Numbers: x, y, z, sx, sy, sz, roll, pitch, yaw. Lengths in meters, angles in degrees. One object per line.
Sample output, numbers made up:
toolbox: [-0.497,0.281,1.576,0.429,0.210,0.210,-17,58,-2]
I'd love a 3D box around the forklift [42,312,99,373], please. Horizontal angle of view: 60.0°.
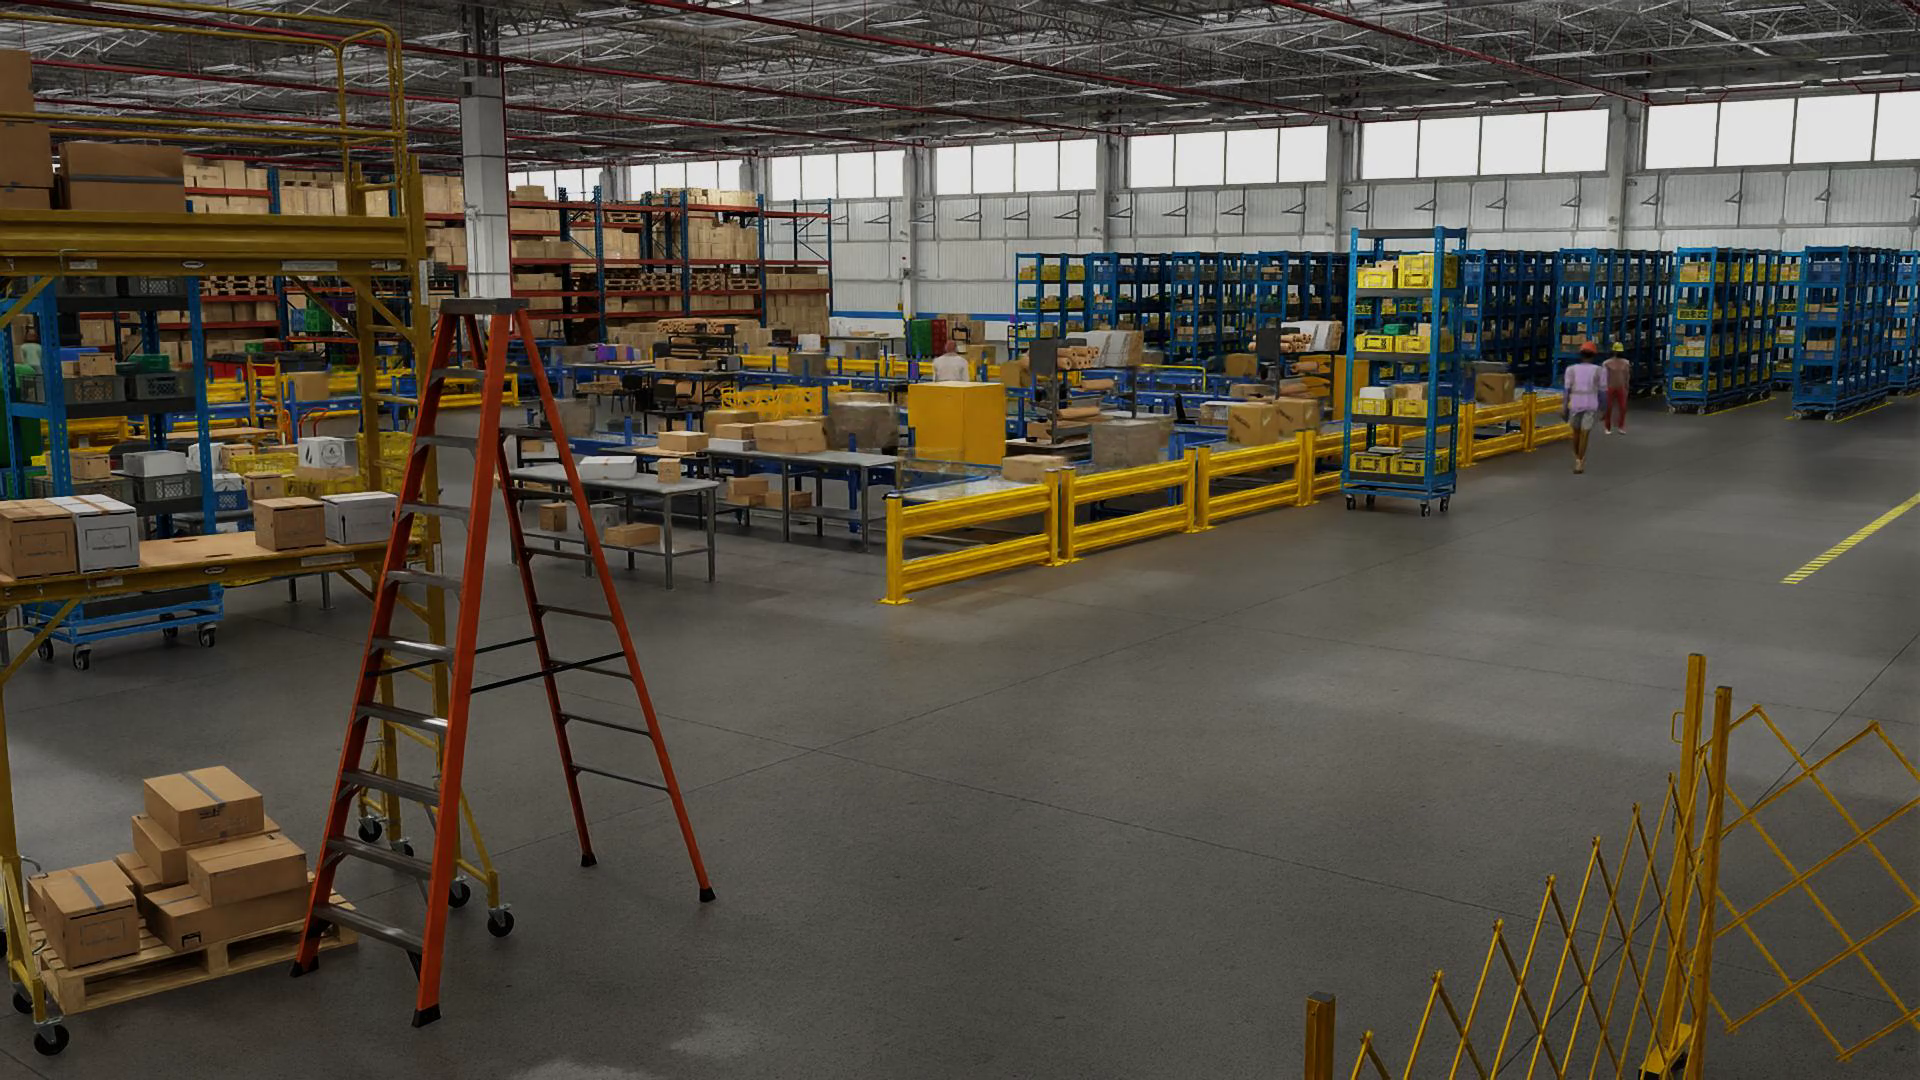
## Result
forklift: [-23.779,-5.451,44.052,1.873,2.768,1.129,7,11,36]

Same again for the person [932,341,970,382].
person: [-0.147,-2.506,28.830,0.666,1.878,0.619,2,9,12]

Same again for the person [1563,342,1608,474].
person: [9.597,-2.040,25.527,0.621,1.980,1.100,5,10,30]

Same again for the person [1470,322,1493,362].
person: [13.617,-4.801,43.432,0.592,1.787,0.947,9,13,44]

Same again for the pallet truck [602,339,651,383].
pallet truck: [-8.991,-4.871,45.351,0.653,1.274,1.630,7,11,37]

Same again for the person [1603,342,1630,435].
person: [12.321,-2.824,31.177,0.557,1.735,0.770,0,9,-1]

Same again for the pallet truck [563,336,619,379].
pallet truck: [-10.690,-5.294,48.215,1.601,1.201,0.680,-5,10,-26]

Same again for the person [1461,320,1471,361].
person: [14.324,-5.457,46.975,0.883,1.954,0.612,3,10,17]

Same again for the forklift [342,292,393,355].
forklift: [-16.485,-5.622,45.120,1.129,2.768,1.873,7,11,37]

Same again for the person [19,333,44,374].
person: [-22.563,-4.245,40.486,0.510,1.609,0.563,-7,12,-38]
